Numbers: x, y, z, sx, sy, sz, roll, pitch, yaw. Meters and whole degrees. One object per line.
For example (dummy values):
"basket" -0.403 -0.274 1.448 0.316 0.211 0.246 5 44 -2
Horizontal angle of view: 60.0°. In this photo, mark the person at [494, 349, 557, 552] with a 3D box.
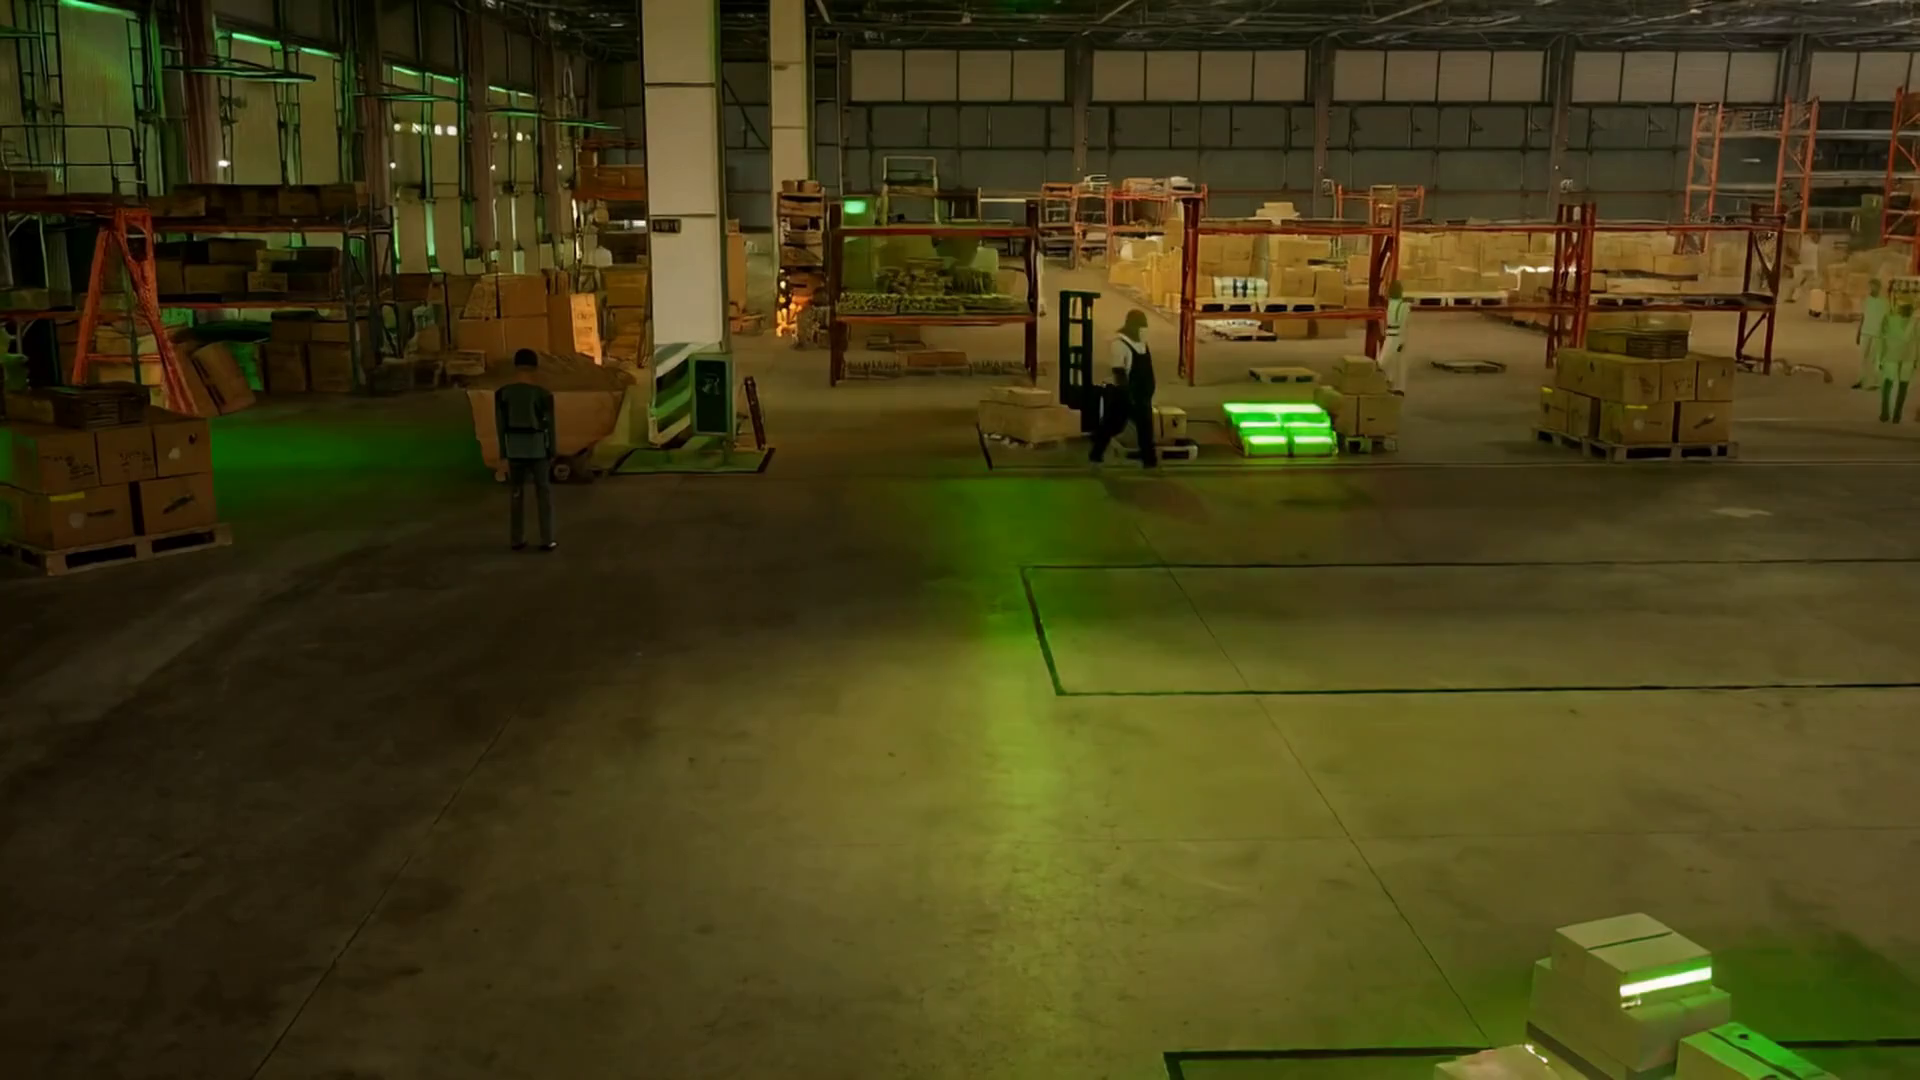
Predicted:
"person" -4.085 -0.843 15.731 0.581 1.919 0.400 1 13 3

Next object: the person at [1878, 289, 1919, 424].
"person" 13.345 -2.587 23.591 0.557 1.912 0.589 6 14 26

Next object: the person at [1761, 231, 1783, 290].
"person" 24.744 -8.587 50.737 0.546 1.904 0.939 -1 13 -5

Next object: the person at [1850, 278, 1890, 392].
"person" 14.922 -3.361 27.231 0.333 1.860 0.528 -6 14 -25

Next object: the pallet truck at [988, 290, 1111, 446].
"pallet truck" 1.257 -2.299 22.111 1.885 1.965 0.823 -9 15 -35

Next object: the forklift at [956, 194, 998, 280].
"forklift" 0.225 -9.971 54.741 1.873 2.768 1.129 -7 14 -28

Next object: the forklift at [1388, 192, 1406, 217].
"forklift" 15.666 -11.115 59.907 1.873 2.768 1.129 0 12 -2

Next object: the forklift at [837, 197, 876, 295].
"forklift" -3.098 -8.607 48.580 1.129 2.768 1.873 1 13 5

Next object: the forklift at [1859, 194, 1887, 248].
"forklift" 29.479 -9.756 53.770 1.873 2.768 1.129 0 12 -2

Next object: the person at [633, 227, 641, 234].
"person" -9.933 -8.639 51.029 0.607 1.879 1.004 9 15 34

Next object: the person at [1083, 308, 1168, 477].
"person" 1.952 -1.765 19.600 0.978 2.000 0.682 9 15 36

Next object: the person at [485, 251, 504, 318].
"person" -11.473 -6.268 40.873 0.521 1.633 0.315 11 17 41

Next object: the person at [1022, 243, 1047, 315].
"person" 1.858 -6.466 41.151 0.650 1.901 0.729 -6 14 -24

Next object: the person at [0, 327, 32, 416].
"person" -10.559 -1.437 18.527 0.328 1.865 0.508 4 13 19

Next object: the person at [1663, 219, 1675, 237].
"person" 23.850 -9.869 56.295 0.612 1.995 0.382 -1 13 -5

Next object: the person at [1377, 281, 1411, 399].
"person" 6.847 -3.138 26.209 0.523 1.867 0.587 -4 13 -19

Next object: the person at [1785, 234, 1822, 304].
"person" 23.028 -7.343 45.130 0.974 1.904 0.630 6 14 27
